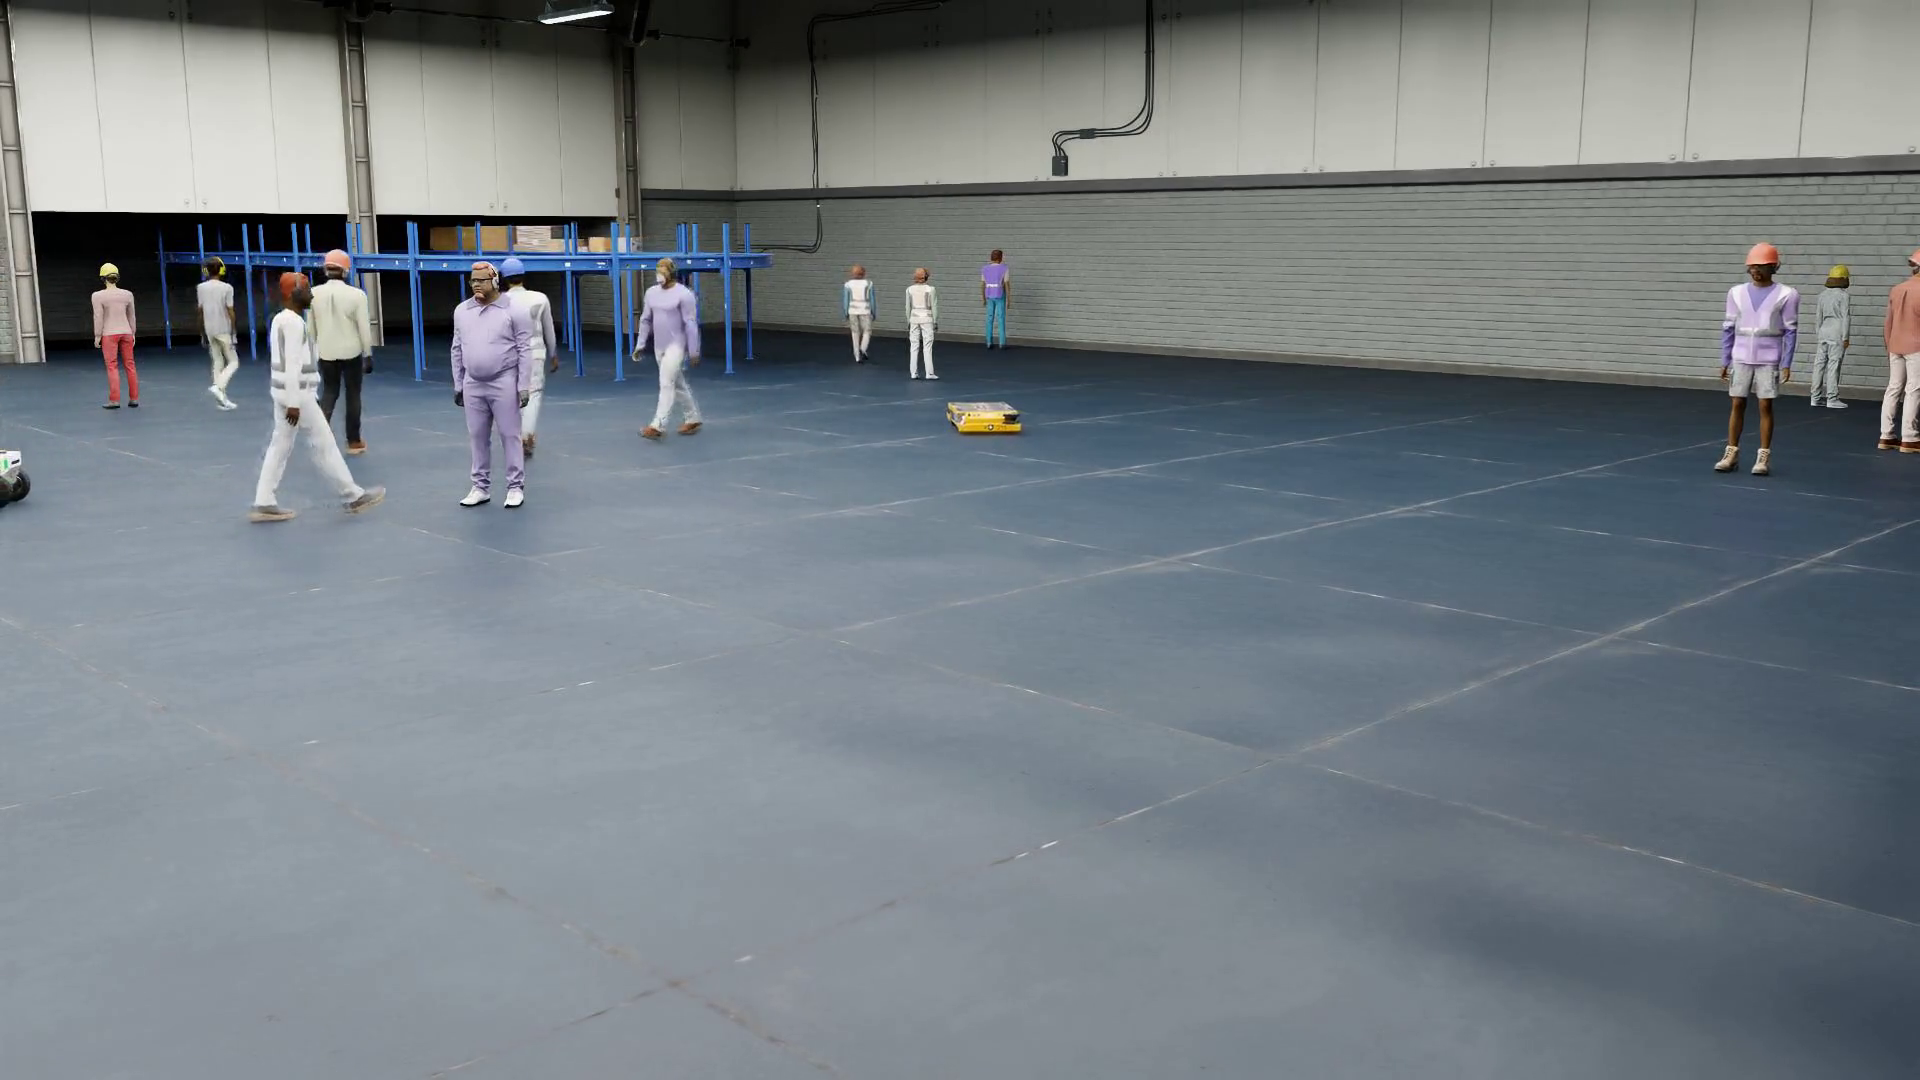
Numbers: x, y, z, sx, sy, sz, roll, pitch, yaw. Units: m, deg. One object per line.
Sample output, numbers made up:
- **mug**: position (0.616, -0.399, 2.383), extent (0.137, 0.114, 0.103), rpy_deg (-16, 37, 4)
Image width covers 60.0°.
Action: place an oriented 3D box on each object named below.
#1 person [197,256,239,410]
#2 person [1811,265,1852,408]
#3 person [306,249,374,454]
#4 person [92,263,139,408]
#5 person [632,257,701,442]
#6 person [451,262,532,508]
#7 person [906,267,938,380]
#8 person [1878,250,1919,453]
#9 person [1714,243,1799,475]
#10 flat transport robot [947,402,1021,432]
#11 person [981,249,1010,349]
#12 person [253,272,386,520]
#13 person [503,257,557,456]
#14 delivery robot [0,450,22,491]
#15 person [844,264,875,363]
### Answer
- **person**: position (-9.004, -2.494, 20.129), extent (0.514, 1.859, 0.505), rpy_deg (2, 11, 10)
- **person**: position (10.790, -2.513, 20.543), extent (0.294, 1.744, 0.486), rpy_deg (-3, 11, -18)
- **person**: position (-5.995, -1.806, 16.046), extent (0.632, 1.979, 0.565), rpy_deg (0, 10, 2)
- **person**: position (-10.400, -2.511, 20.469), extent (0.313, 1.768, 0.528), rpy_deg (7, 12, 33)
- **person**: position (-3.042, -1.998, 17.377), extent (0.650, 1.887, 1.040), rpy_deg (8, 13, 36)
- **person**: position (-3.667, -1.206, 12.974), extent (0.651, 1.906, 0.403), rpy_deg (2, 11, 11)
- **person**: position (-0.558, -3.174, 24.426), extent (0.513, 1.641, 0.309), rpy_deg (5, 12, 26)
- **person**: position (9.373, -1.866, 16.347), extent (0.400, 1.985, 0.621), rpy_deg (-2, 11, -12)
- **person**: position (7.070, -1.604, 14.770), extent (0.610, 2.043, 0.397), rpy_deg (10, 14, 42)
- **flat transport robot**: position (0.251, -1.379, 18.494), extent (0.652, 0.197, 1.431), rpy_deg (-1, 10, -6)
- **person**: position (0.665, -4.508, 31.140), extent (0.564, 1.847, 0.395), rpy_deg (5, 12, 25)
- **person**: position (-4.882, -1.073, 12.455), extent (0.976, 1.832, 0.590), rpy_deg (-7, 13, -34)
- **person**: position (-4.238, -1.777, 16.112), extent (0.617, 1.909, 0.973), rpy_deg (-1, 10, -4)
- **delivery robot**: position (-7.810, -0.576, 13.083), extent (0.707, 0.478, 0.477), rpy_deg (-2, 11, -11)
- **person**: position (-1.671, -3.772, 27.697), extent (0.534, 1.626, 0.364), rpy_deg (1, 10, 6)
